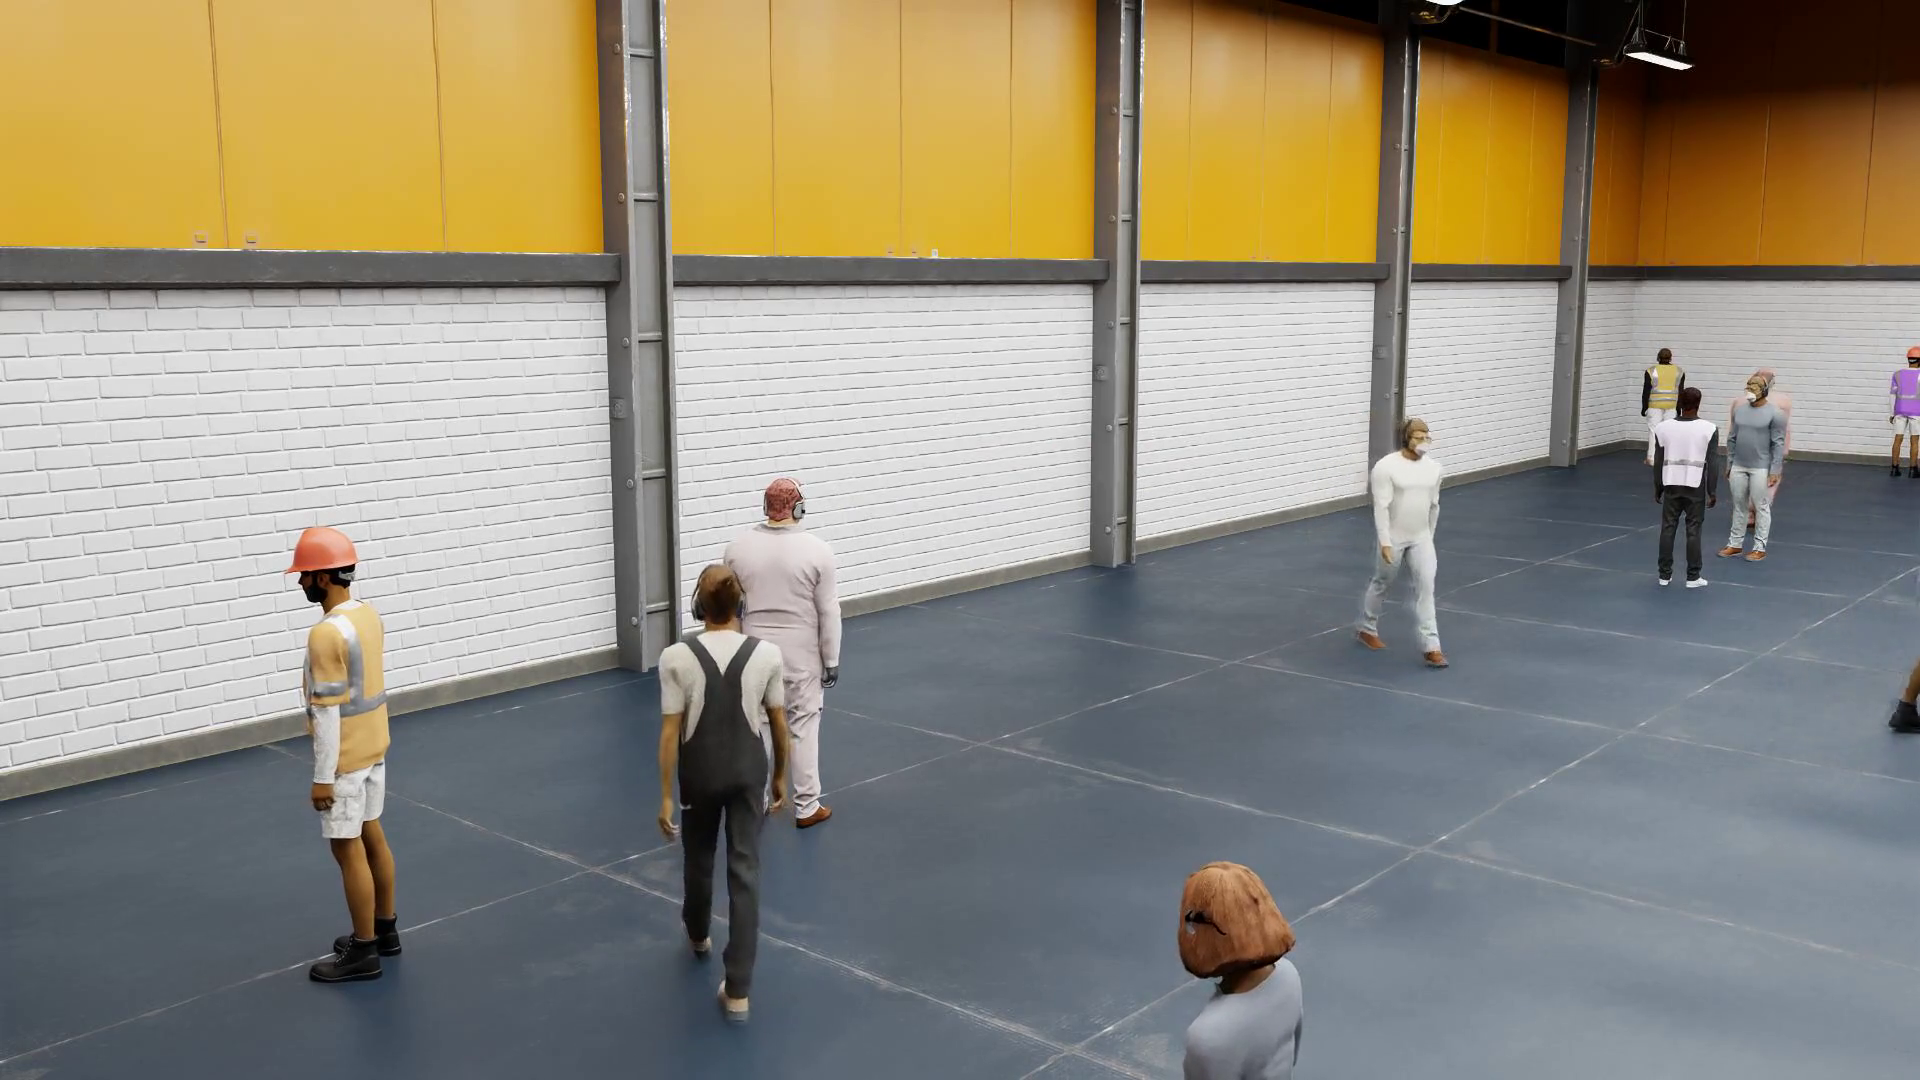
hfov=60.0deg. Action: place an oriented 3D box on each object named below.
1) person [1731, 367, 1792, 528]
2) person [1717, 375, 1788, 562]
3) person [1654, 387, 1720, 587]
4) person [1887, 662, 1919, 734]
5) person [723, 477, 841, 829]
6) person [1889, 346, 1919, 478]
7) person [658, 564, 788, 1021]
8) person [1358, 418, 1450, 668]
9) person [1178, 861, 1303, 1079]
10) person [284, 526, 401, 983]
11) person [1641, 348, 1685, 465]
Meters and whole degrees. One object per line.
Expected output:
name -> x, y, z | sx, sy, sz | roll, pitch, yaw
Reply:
person -> 9.421, -1.079, 19.574 | 0.669, 1.894, 0.432 | 7, 12, 39
person -> 8.272, -0.746, 17.361 | 0.372, 1.940, 0.627 | -5, 10, -29
person -> 6.927, -0.502, 15.901 | 0.593, 1.918, 0.391 | 7, 11, 38
person -> 6.508, 0.358, 10.634 | 0.971, 1.891, 0.548 | 0, 9, 2
person -> -0.942, 0.608, 8.995 | 0.647, 1.903, 0.402 | 2, 9, 13
person -> 14.001, -1.881, 24.502 | 0.376, 1.932, 0.551 | -8, 12, -41
person -> -0.993, 0.983, 6.915 | 0.543, 1.799, 0.955 | -2, 9, -14
person -> 3.448, -0.005, 12.876 | 0.632, 1.894, 1.019 | -2, 9, -14
person -> 0.644, 1.548, 3.911 | 0.289, 1.633, 0.501 | 6, 11, 33
person -> -2.628, 0.900, 7.060 | 0.382, 1.932, 0.541 | 0, 9, 0
person -> 10.995, -2.083, 26.063 | 0.631, 1.842, 0.428 | 1, 9, 5
